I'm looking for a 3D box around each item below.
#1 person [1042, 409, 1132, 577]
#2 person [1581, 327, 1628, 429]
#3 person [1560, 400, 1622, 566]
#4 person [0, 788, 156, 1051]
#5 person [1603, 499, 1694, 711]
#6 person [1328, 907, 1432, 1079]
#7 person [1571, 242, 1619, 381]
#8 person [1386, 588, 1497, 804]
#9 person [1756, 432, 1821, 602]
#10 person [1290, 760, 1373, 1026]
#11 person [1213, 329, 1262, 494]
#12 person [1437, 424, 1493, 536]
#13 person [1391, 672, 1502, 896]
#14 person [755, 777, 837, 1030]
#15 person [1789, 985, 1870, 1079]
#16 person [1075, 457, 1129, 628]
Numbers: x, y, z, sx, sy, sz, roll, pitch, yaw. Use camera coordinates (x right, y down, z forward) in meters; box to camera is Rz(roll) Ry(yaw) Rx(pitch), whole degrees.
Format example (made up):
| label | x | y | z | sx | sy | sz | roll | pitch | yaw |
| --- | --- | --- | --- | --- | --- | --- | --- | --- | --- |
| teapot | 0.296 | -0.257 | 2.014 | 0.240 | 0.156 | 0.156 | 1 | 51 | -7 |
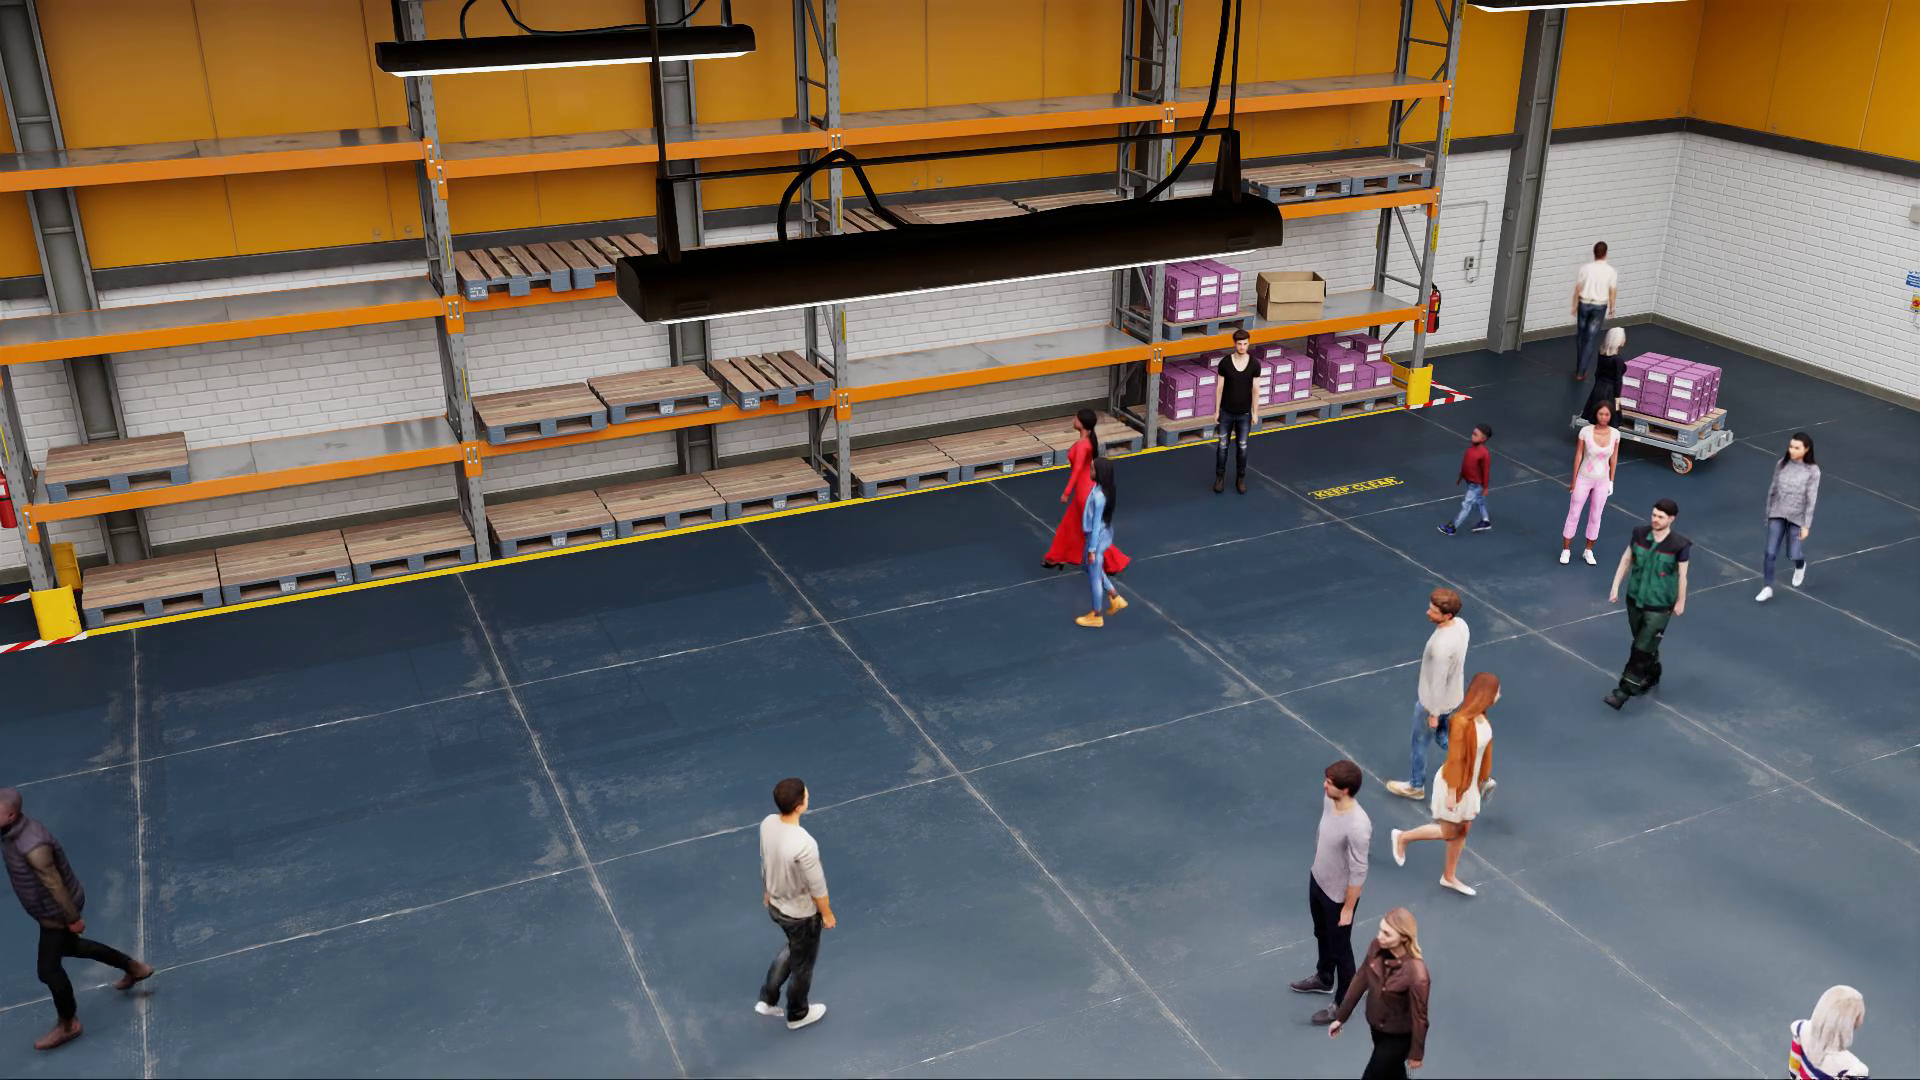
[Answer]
| label | x | y | z | sx | sy | sz | roll | pitch | yaw |
| --- | --- | --- | --- | --- | --- | --- | --- | --- | --- |
| person | 1.320 | -0.416 | 16.460 | 1.209 | 1.746 | 0.993 | 2 | 24 | 5 |
| person | 7.460 | -1.614 | 19.198 | 0.617 | 1.747 | 0.639 | -6 | 24 | -13 |
| person | 6.405 | -0.586 | 16.856 | 0.616 | 1.740 | 0.712 | 4 | 24 | 8 |
| person | -5.512 | 2.259 | 10.276 | 1.133 | 1.797 | 0.931 | -20 | 31 | -38 |
| person | 5.929 | 0.518 | 14.191 | 1.272 | 1.851 | 0.904 | -18 | 29 | -35 |
| person | 2.476 | 2.752 | 9.319 | 1.065 | 1.660 | 0.691 | -8 | 25 | -17 |
| person | 8.491 | -3.060 | 22.421 | 1.091 | 1.816 | 1.277 | 14 | 27 | 29 |
| person | 3.699 | 1.230 | 12.538 | 1.059 | 1.870 | 1.121 | 17 | 29 | 34 |
| person | 8.057 | -0.231 | 16.072 | 0.903 | 1.717 | 0.742 | -18 | 30 | -36 |
| person | 2.363 | 2.177 | 10.409 | 0.602 | 1.842 | 0.705 | -5 | 24 | -11 |
| person | 3.083 | -1.457 | 18.657 | 0.692 | 1.894 | 0.799 | 3 | 24 | 8 |
| person | 5.509 | -0.631 | 17.601 | 0.924 | 1.226 | 0.655 | -4 | 24 | -9 |
| person | 3.429 | 1.688 | 11.719 | 0.933 | 1.687 | 0.898 | -21 | 31 | -40 |
| person | -1.085 | 2.289 | 10.207 | 0.790 | 1.798 | 0.749 | -19 | 30 | -36 |
| person | 4.255 | 3.047 | 8.486 | 0.952 | 1.787 | 0.758 | -6 | 24 | -14 |
| person | 1.378 | 0.037 | 15.474 | 0.871 | 1.705 | 0.807 | 6 | 24 | 13 |
